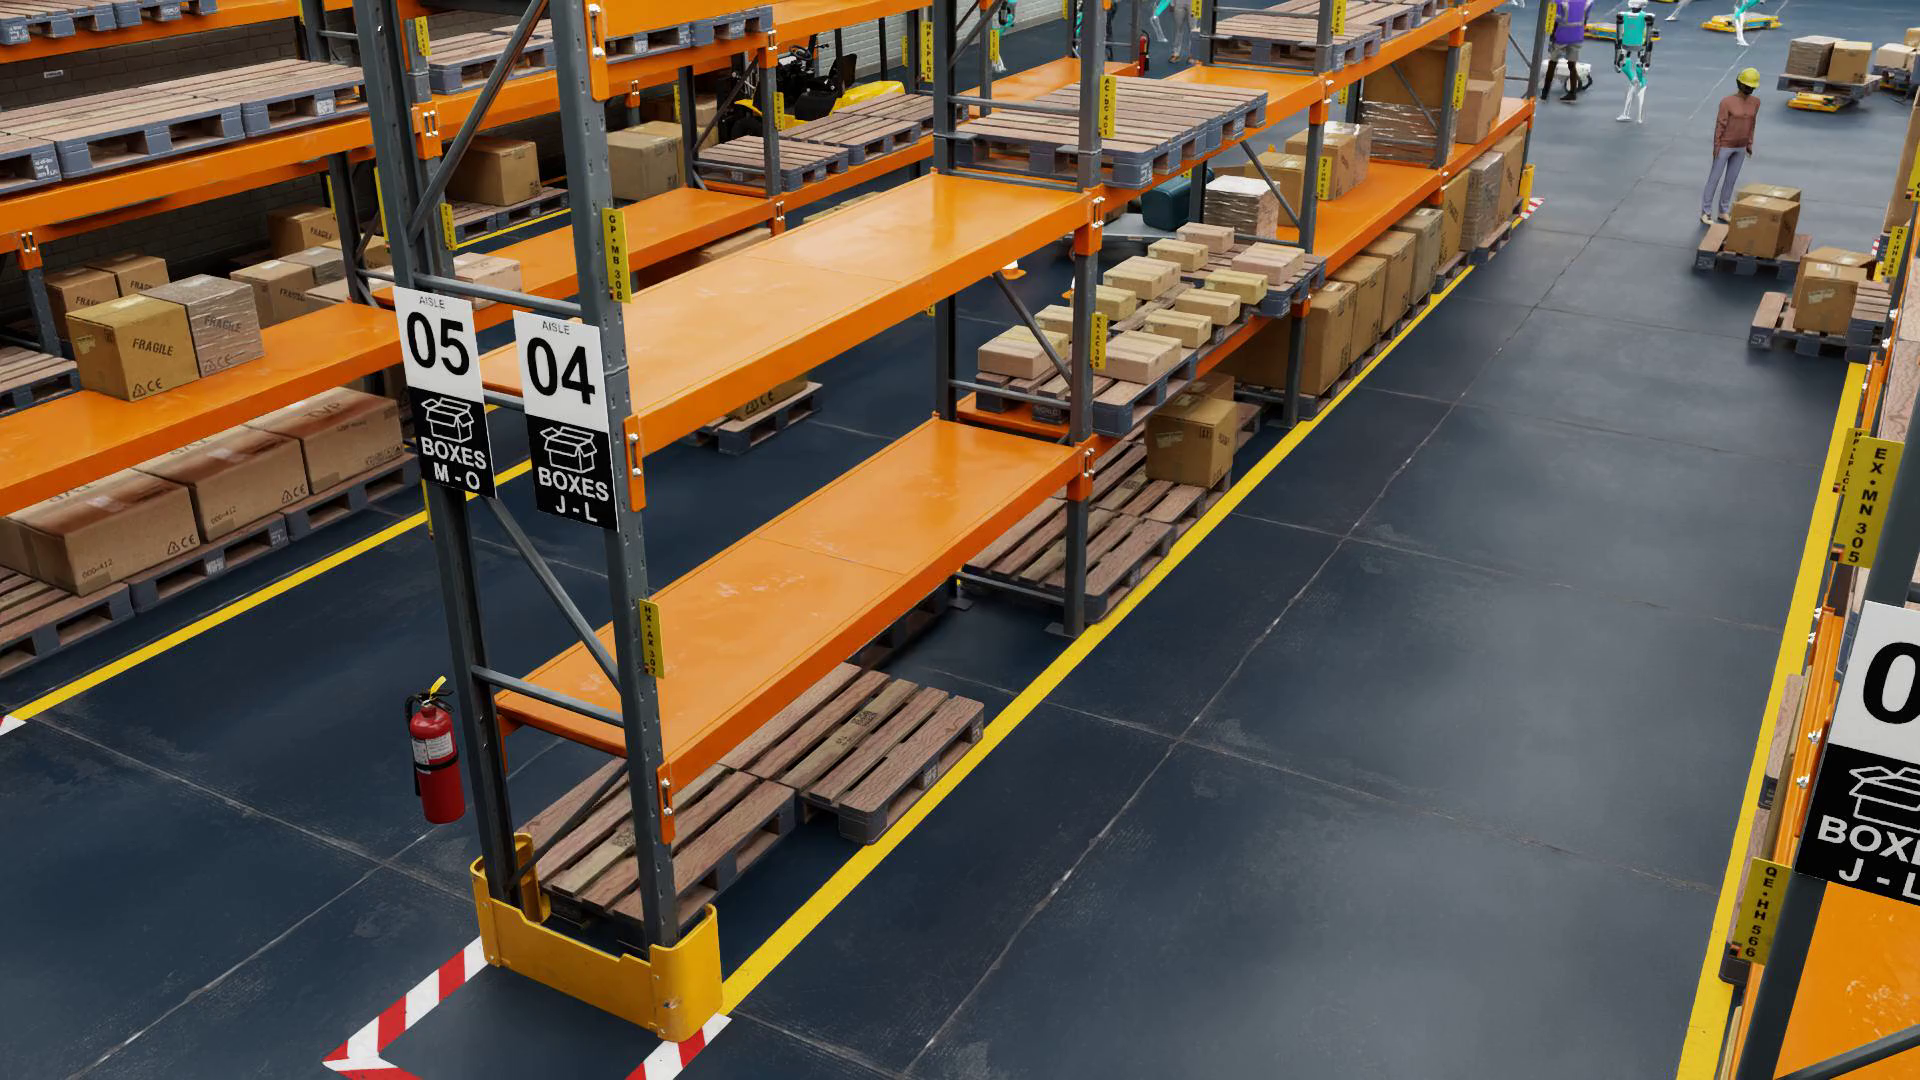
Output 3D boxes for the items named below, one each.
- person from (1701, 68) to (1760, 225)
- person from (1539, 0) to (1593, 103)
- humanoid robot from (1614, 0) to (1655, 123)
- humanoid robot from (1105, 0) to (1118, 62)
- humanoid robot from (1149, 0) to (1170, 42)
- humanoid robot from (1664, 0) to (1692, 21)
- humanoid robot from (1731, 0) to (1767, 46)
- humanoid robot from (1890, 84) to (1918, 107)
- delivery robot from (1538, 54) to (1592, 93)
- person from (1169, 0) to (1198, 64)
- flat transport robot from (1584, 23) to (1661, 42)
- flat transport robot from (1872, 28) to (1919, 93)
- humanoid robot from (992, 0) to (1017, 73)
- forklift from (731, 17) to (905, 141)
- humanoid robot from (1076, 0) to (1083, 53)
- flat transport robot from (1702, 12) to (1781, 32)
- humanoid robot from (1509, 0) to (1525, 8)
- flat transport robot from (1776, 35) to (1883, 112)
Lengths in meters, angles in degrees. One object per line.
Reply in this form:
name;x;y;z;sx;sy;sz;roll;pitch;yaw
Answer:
person;8.793;-4.472;18.915;0.521;1.763;0.317;-7;27;-14
person;9.215;-7.627;25.262;0.617;1.944;0.453;-2;26;-5
humanoid robot;9.758;-6.904;24.011;0.566;1.796;0.801;20;32;36
humanoid robot;2.336;-8.104;26.617;0.721;1.654;0.599;0;26;0
humanoid robot;3.669;-9.944;30.349;0.652;1.834;0.542;-9;27;-19
humanoid robot;14.211;-11.022;32.656;0.713;1.880;0.536;1;26;2
humanoid robot;14.377;-9.970;30.361;0.530;1.778;0.750;-8;27;-16
humanoid robot;14.445;-7.240;24.792;0.717;1.633;0.609;13;29;25
delivery robot;9.617;-7.421;26.413;0.769;0.577;0.499;20;32;35
person;3.882;-9.150;28.432;0.627;1.940;0.370;10;27;20
flat transport robot;12.213;-9.431;30.939;0.659;0.231;1.431;-20;32;-36
flat transport robot;15.144;-7.147;26.194;0.659;0.231;1.431;-11;28;-22
humanoid robot;0.648;-8.682;27.724;0.668;1.827;0.543;11;28;21
forklift;-1.819;-5.975;21.543;2.313;2.155;1.214;14;29;26
humanoid robot;2.070;-8.748;27.872;0.551;1.814;0.792;8;27;17
flat transport robot;15.108;-9.997;32.115;1.431;0.231;0.659;-13;28;-24
humanoid robot;11.564;-11.835;34.302;0.539;1.828;0.787;-16;30;-30
flat transport robot;13.231;-6.776;25.421;0.659;0.231;1.431;21;33;37
